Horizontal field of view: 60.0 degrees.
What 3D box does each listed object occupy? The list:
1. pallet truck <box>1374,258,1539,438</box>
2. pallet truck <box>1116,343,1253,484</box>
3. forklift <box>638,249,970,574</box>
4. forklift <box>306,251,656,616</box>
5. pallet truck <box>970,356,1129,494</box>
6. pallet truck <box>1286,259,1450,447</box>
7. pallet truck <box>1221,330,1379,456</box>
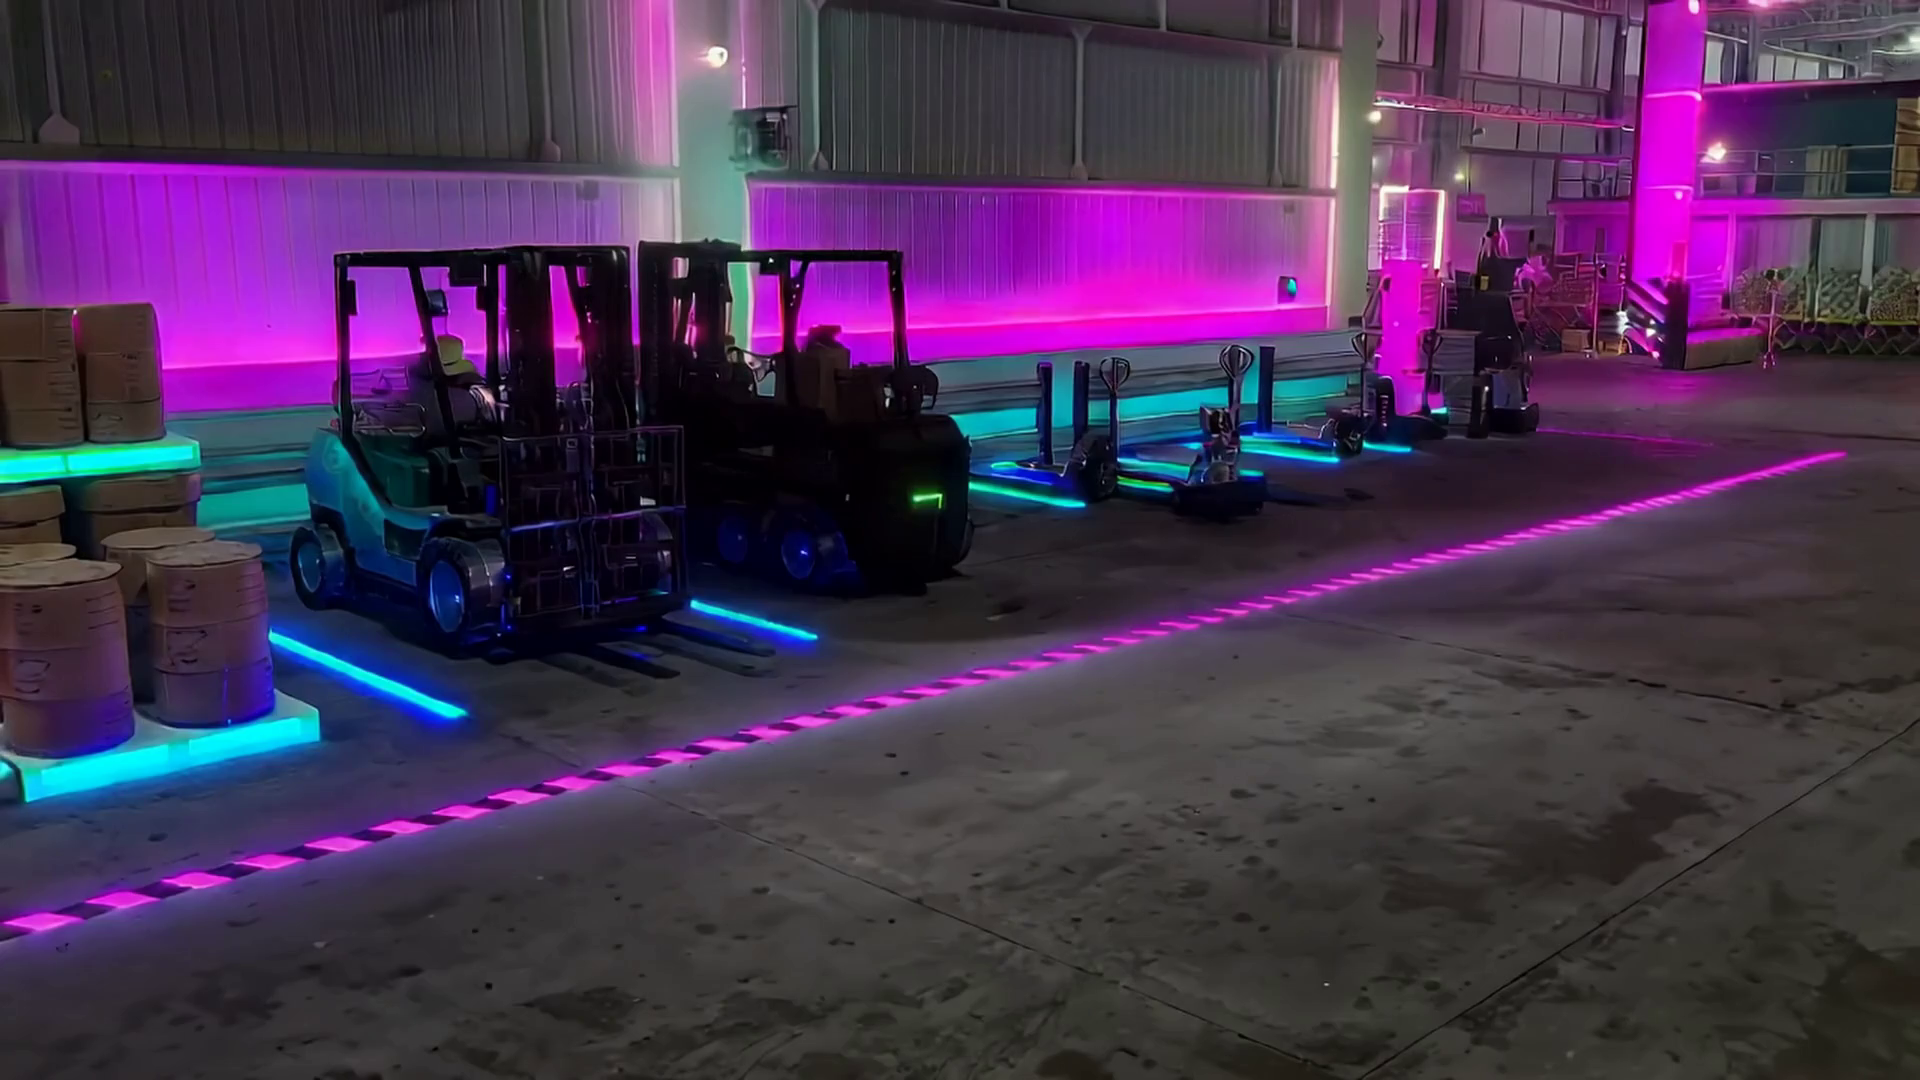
[{"bbox_3d":[5.704,-2.208,18.901,1.885,1.965,0.823,10,14,43],"label":"pallet truck"},{"bbox_3d":[1.962,-1.215,15.415,1.522,1.261,0.704,10,14,43],"label":"pallet truck"},{"bbox_3d":[-1.173,-0.958,11.239,2.680,1.987,1.157,10,14,43],"label":"forklift"},{"bbox_3d":[-2.833,-0.669,9.694,1.157,1.987,2.680,-10,14,-44],"label":"forklift"},{"bbox_3d":[0.784,-1.085,14.876,0.680,1.201,1.601,-10,14,-44],"label":"pallet truck"},{"bbox_3d":[4.493,-2.078,18.196,0.823,1.965,1.885,-9,14,-40],"label":"pallet truck"},{"bbox_3d":[3.563,-1.581,17.381,0.653,1.274,1.630,-10,14,-44],"label":"pallet truck"}]
